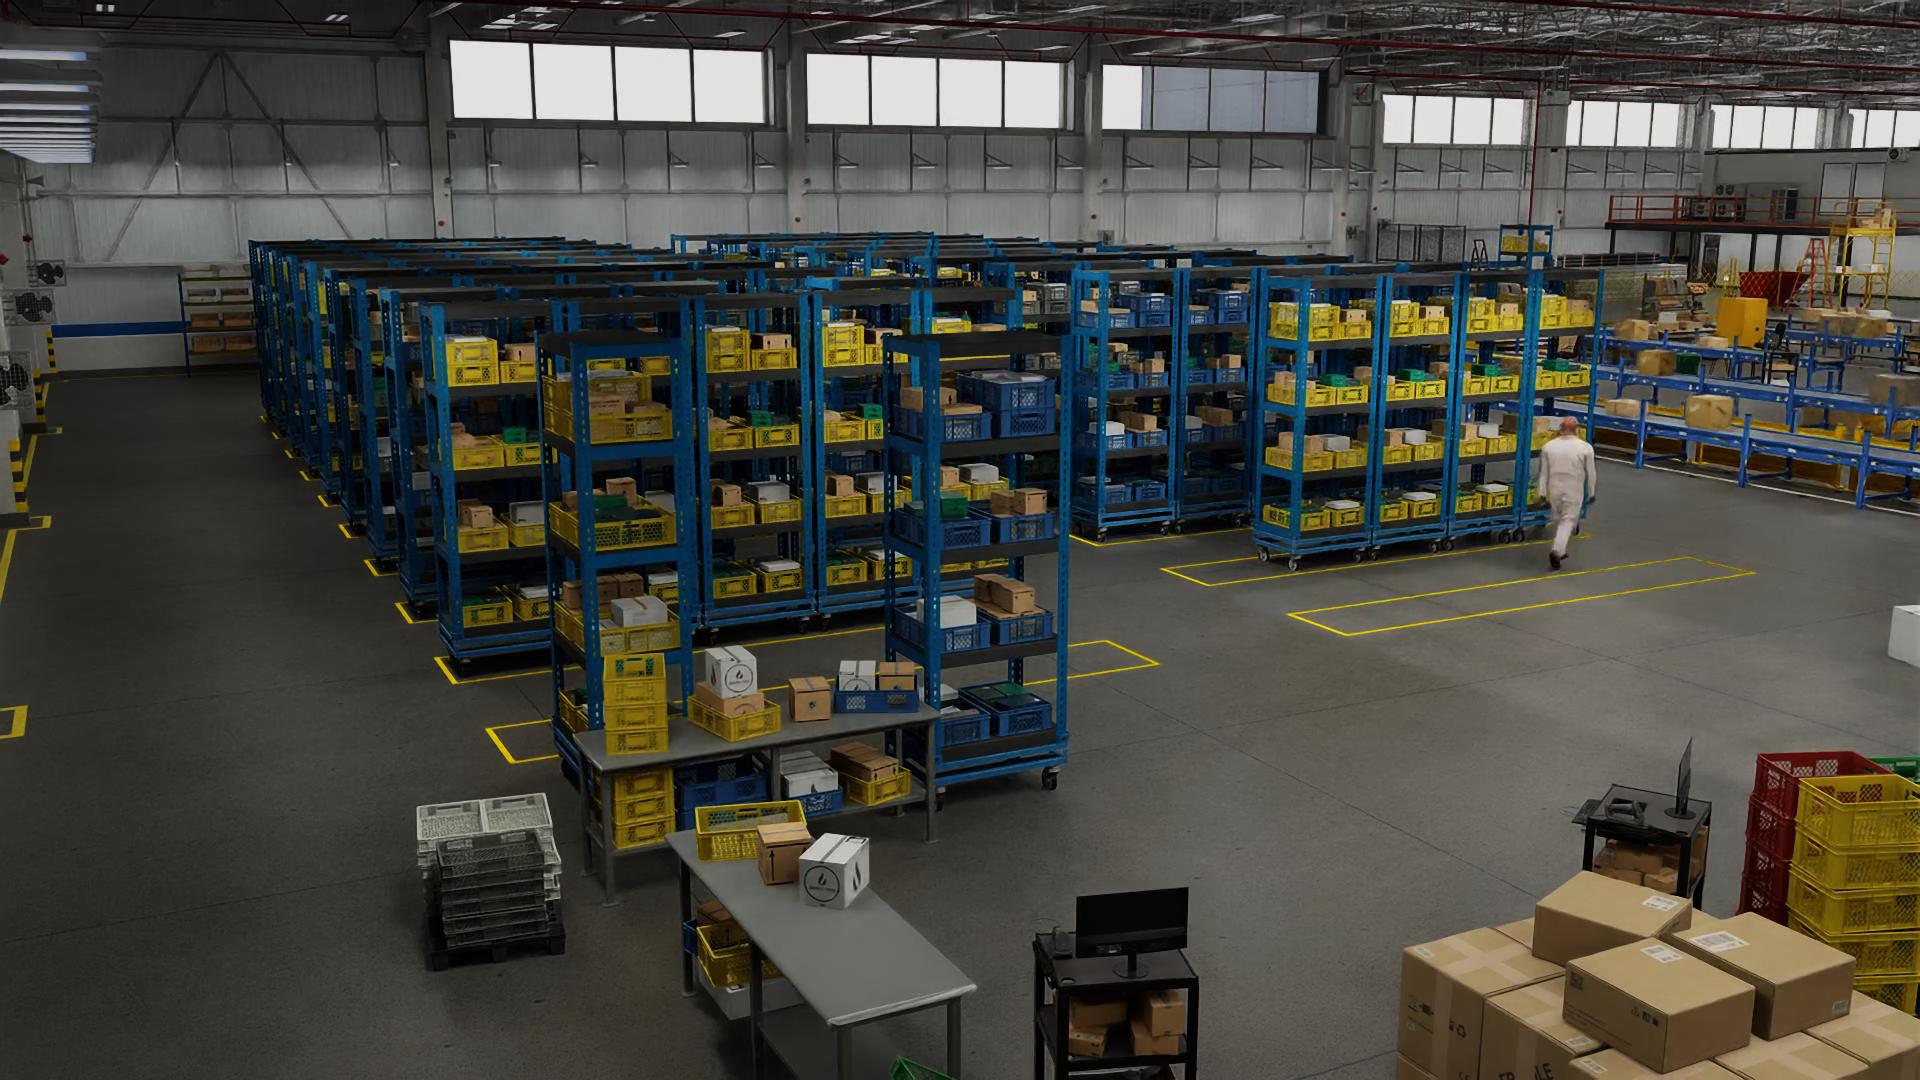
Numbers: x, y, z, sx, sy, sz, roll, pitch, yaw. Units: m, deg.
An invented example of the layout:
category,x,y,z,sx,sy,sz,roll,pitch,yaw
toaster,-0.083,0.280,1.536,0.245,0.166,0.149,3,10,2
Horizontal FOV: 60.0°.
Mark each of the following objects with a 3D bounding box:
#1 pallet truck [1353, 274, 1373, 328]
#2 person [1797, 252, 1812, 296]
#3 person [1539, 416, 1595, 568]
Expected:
category,x,y,z,sx,sy,sz,roll,pitch,yaw
pallet truck,13.011,-8.050,55.243,0.823,1.965,1.885,-7,14,-28
person,36.173,-11.365,71.058,0.591,1.864,0.652,-8,14,-32
person,7.523,-0.602,20.704,0.645,1.875,0.868,11,16,42
